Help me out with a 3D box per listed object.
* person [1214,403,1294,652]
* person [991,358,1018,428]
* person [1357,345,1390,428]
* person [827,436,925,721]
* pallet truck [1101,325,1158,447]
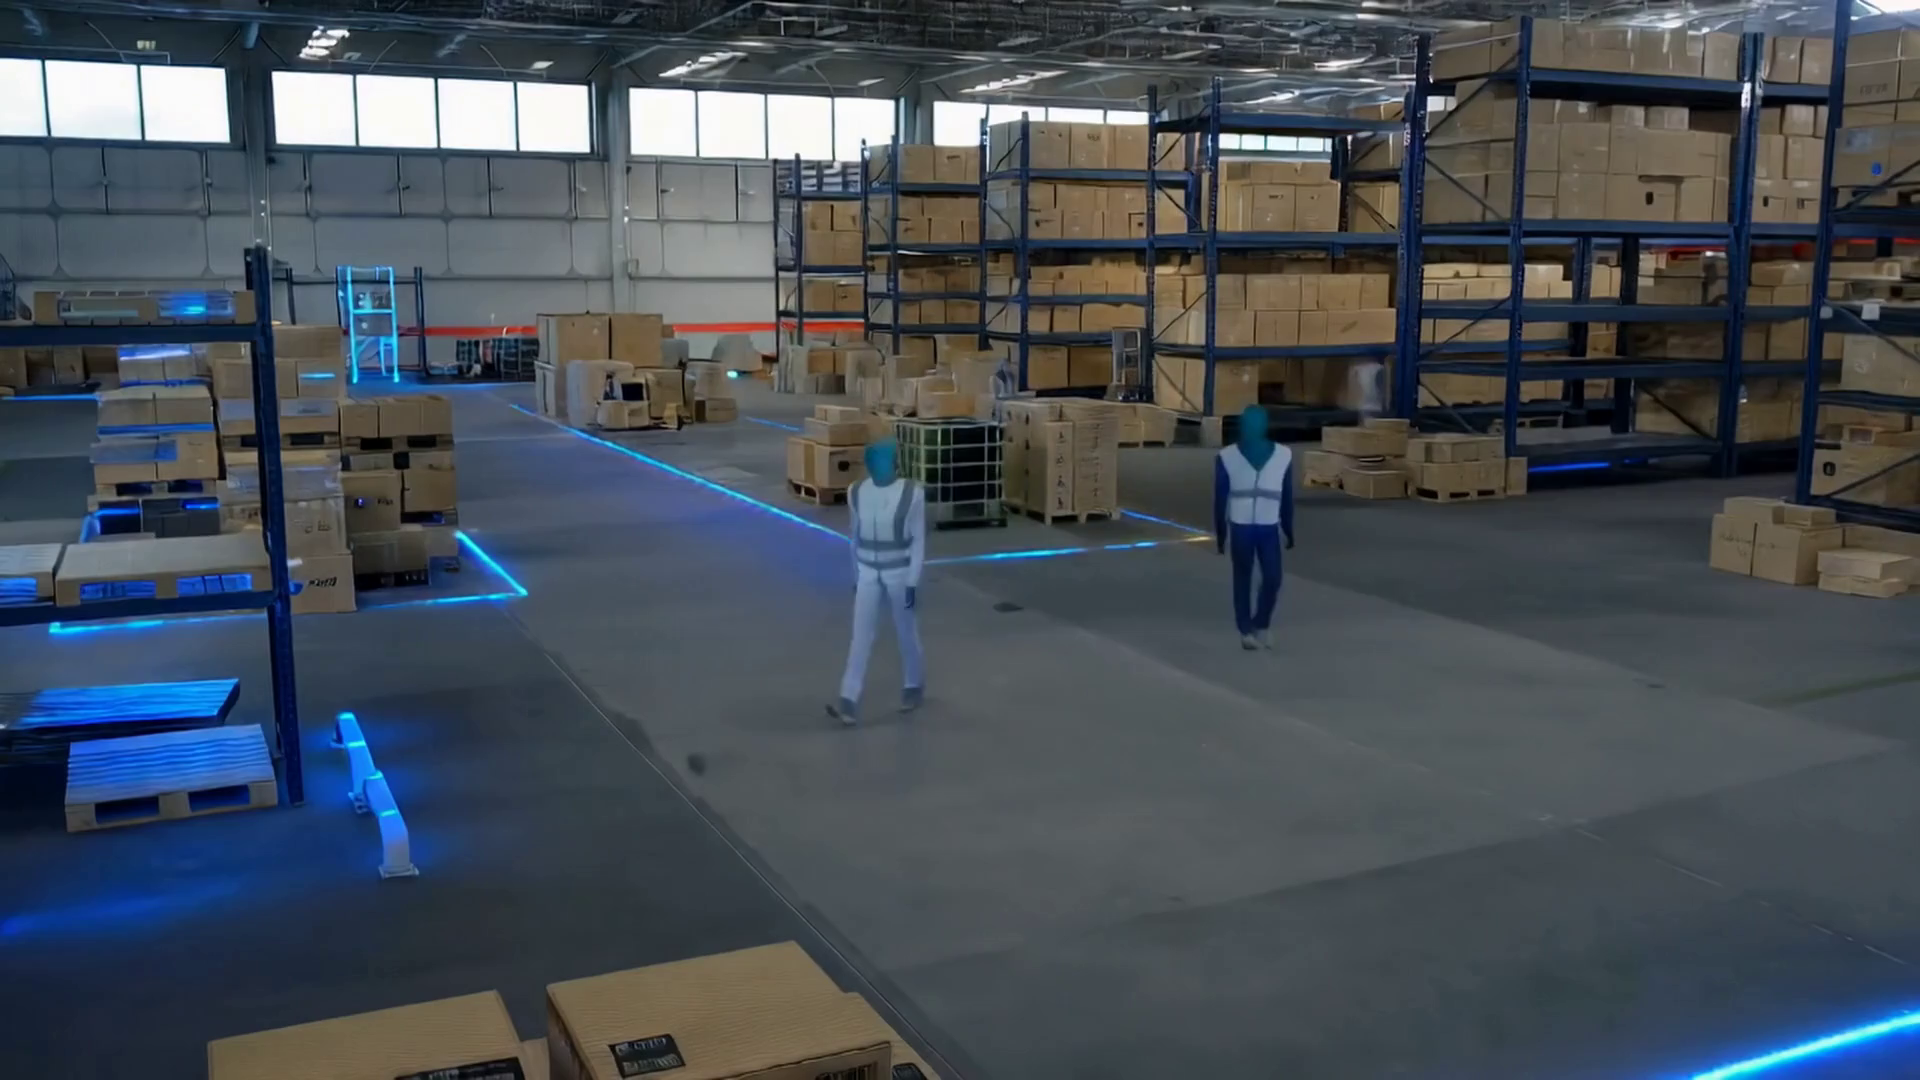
[{"bbox_3d":[2.239,-0.087,12.642,0.630,1.901,0.499,0,9,0],"label":"person"},{"bbox_3d":[0.712,-1.941,25.069,0.542,1.590,0.864,-6,11,-35],"label":"person"},{"bbox_3d":[6.089,-1.939,24.358,0.520,1.829,0.652,-4,10,-22],"label":"person"},{"bbox_3d":[-0.513,0.252,10.754,0.588,1.822,1.020,4,10,23],"label":"person"},{"bbox_3d":[2.881,-2.596,27.923,0.823,1.965,1.885,-1,9,-7],"label":"pallet truck"}]
